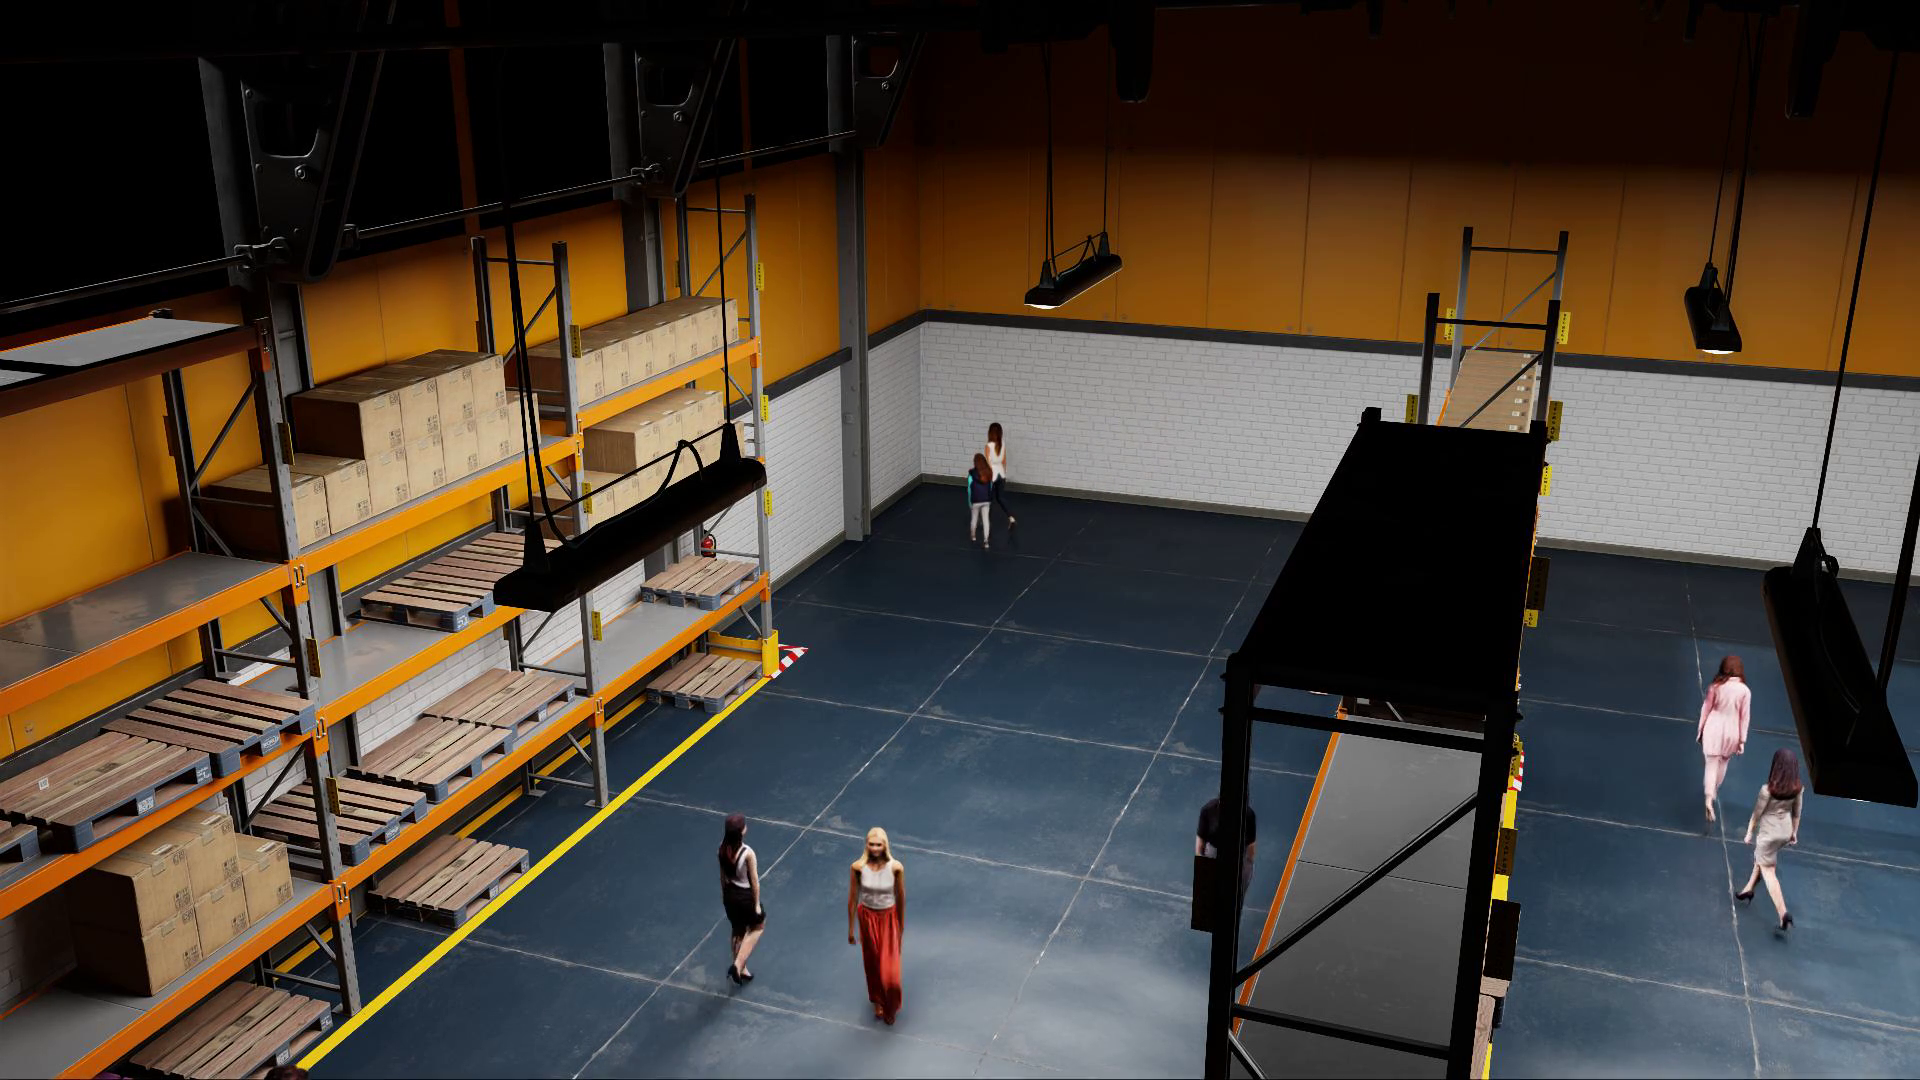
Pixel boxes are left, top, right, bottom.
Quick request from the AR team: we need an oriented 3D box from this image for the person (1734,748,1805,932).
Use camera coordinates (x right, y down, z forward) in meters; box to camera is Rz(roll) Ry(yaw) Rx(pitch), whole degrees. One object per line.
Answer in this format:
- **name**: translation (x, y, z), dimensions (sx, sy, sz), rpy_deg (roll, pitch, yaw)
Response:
- **person**: translation (7.512, 2.774, 15.287), dimensions (0.982, 1.713, 1.157), rpy_deg (-4, 19, -13)

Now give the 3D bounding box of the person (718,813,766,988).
- **person**: translation (-1.927, 3.145, 14.301), dimensions (0.615, 1.640, 0.689), rpy_deg (10, 21, 27)

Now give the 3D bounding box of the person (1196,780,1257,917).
- **person**: translation (2.407, 2.879, 14.964), dimensions (0.676, 1.721, 1.025), rpy_deg (7, 20, 20)

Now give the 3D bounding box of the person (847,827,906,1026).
- **person**: translation (-0.676, 3.176, 13.978), dimensions (0.730, 1.788, 0.890), rpy_deg (2, 19, 7)

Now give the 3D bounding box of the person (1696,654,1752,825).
- **person**: translation (7.880, 2.096, 17.221), dimensions (0.658, 1.764, 1.145), rpy_deg (8, 20, 21)

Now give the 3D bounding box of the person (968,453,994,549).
- **person**: translation (0.350, -0.588, 25.651), dimensions (0.887, 1.471, 1.033), rpy_deg (-5, 19, -13)

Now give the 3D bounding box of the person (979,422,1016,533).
- **person**: translation (0.610, -0.969, 26.327), dimensions (1.041, 1.761, 1.009), rpy_deg (-13, 23, -34)
